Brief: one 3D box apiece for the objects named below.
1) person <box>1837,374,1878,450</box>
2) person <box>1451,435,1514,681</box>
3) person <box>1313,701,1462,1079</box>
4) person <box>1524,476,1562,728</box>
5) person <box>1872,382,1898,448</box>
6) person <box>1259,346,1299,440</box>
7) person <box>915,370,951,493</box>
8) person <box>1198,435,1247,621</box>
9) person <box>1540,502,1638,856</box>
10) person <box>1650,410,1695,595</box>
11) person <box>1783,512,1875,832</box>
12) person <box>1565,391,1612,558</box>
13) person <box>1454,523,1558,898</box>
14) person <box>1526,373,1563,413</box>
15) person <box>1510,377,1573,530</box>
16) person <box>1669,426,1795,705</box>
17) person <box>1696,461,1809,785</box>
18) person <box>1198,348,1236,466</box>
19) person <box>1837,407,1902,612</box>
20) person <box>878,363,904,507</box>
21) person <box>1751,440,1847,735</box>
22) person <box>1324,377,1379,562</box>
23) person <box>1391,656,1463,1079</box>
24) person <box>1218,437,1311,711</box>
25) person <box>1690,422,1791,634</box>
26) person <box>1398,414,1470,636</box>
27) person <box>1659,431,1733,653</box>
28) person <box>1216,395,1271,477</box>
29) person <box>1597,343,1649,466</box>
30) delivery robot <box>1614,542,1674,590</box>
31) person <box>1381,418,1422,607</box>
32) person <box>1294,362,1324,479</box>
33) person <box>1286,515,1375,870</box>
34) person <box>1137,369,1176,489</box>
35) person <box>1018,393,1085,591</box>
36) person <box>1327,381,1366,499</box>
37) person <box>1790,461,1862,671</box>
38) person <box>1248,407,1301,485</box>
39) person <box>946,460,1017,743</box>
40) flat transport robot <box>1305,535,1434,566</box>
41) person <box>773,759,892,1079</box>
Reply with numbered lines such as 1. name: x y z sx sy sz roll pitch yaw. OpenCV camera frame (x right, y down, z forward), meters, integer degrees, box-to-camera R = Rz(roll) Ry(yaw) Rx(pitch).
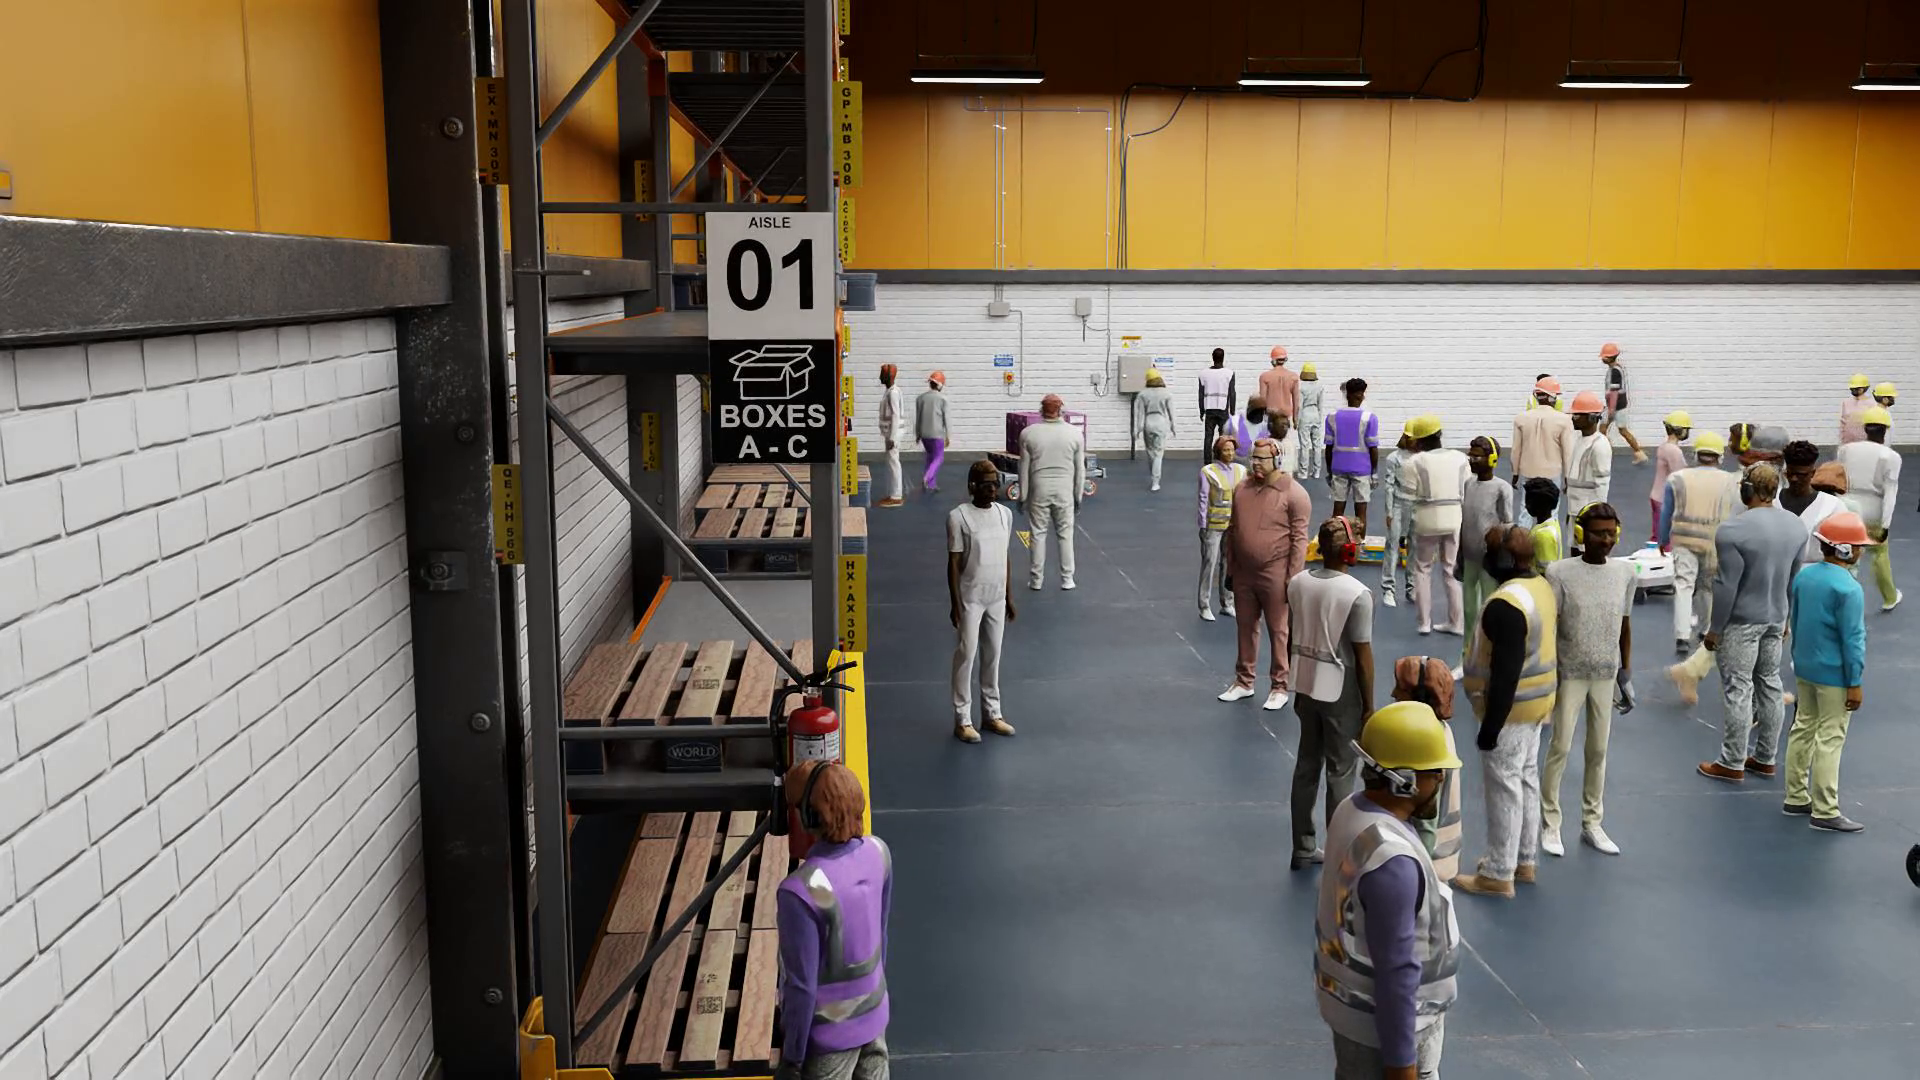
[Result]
1. person: 11.650 -1.276 21.630 0.349 1.758 0.522 -4 10 -22
2. person: 3.825 0.165 12.213 0.335 1.873 0.521 -4 10 -23
3. person: 1.239 1.363 4.860 0.404 1.824 0.585 1 9 6
4. person: 3.896 0.416 11.193 0.319 1.694 0.532 3 9 17
5. person: 10.951 -0.993 19.812 0.314 1.769 0.525 9 13 44
6. person: 4.666 -1.845 24.443 0.624 1.993 0.388 -1 9 -6
7. person: -0.404 -1.480 23.003 0.594 1.725 0.624 6 11 33
8. person: 2.311 -0.109 14.662 0.522 1.638 0.309 -5 10 -28
9. person: 3.284 0.723 8.707 0.512 1.874 0.328 -1 9 -4
10. person: 6.774 -0.357 15.852 0.355 1.756 0.519 1 9 8
11. person: 4.787 0.712 9.141 0.329 1.751 0.563 -1 9 -4
12. person: 5.354 -0.257 14.319 0.372 2.042 0.615 0 9 1
13. person: 2.680 0.829 8.143 0.429 1.841 0.634 6 11 33
14. person: 8.009 -1.443 22.855 0.321 1.695 0.536 -9 13 -44
15. person: 6.014 -0.687 17.190 0.623 1.987 0.396 6 11 33
16. person: 5.451 0.175 11.618 0.842 2.000 0.679 1 9 9
17. person: 4.721 0.494 9.935 0.632 1.940 0.372 -3 10 -21
18. person: 3.963 -2.001 25.661 0.592 1.920 0.392 4 10 22
19. person: 8.087 -0.243 14.788 1.021 1.861 0.587 -7 12 -38
20. person: -0.904 -1.378 21.861 0.337 1.882 0.584 -1 9 -5
21. person: 5.500 0.311 11.018 0.602 1.958 0.369 8 12 40
22. person: 4.156 -0.741 17.624 0.603 1.959 0.377 6 11 35
23. person: 1.713 1.235 6.220 0.307 1.640 0.519 3 9 16
24. person: 2.122 0.231 11.689 0.643 1.909 0.410 9 12 43
25. person: 6.745 -0.094 14.078 1.041 1.807 0.562 7 11 36
26. person: 3.978 -0.108 13.933 0.610 1.884 0.427 -2 9 -11
27. person: 5.962 0.015 13.434 0.602 1.787 0.925 4 10 26
28. person: 3.033 -0.626 17.450 0.680 1.788 0.871 0 9 1
29. person: 10.496 -2.150 26.462 0.999 1.982 0.655 2 9 13
30. delivery robot: 6.414 0.259 15.449 0.707 0.478 0.477 -5 10 -28
31. person: 4.124 -0.253 15.249 0.486 1.740 0.314 -2 9 -10
32. person: 5.202 -1.788 24.871 0.483 1.745 0.299 -4 10 -24
33. person: 1.852 0.793 8.341 0.390 1.847 0.562 -5 11 -31
34. person: 2.818 -1.589 23.785 0.546 1.679 0.899 2 9 13
35. person: 0.876 -0.458 16.018 0.646 1.906 0.405 0 9 -3
36. person: 5.347 -1.380 22.729 0.515 1.610 0.790 8 12 42
37. person: 6.565 0.213 12.655 0.502 1.633 0.280 7 11 36
38. person: 2.917 -0.311 15.338 0.508 1.831 0.404 -5 10 -26
39. person: 0.145 0.392 10.869 0.507 1.846 0.344 -7 11 -36
40. flat transport robot: 4.281 0.102 17.612 1.431 0.197 0.652 3 9 16
41. person: -0.369 1.446 4.897 0.311 1.638 0.523 5 10 28
